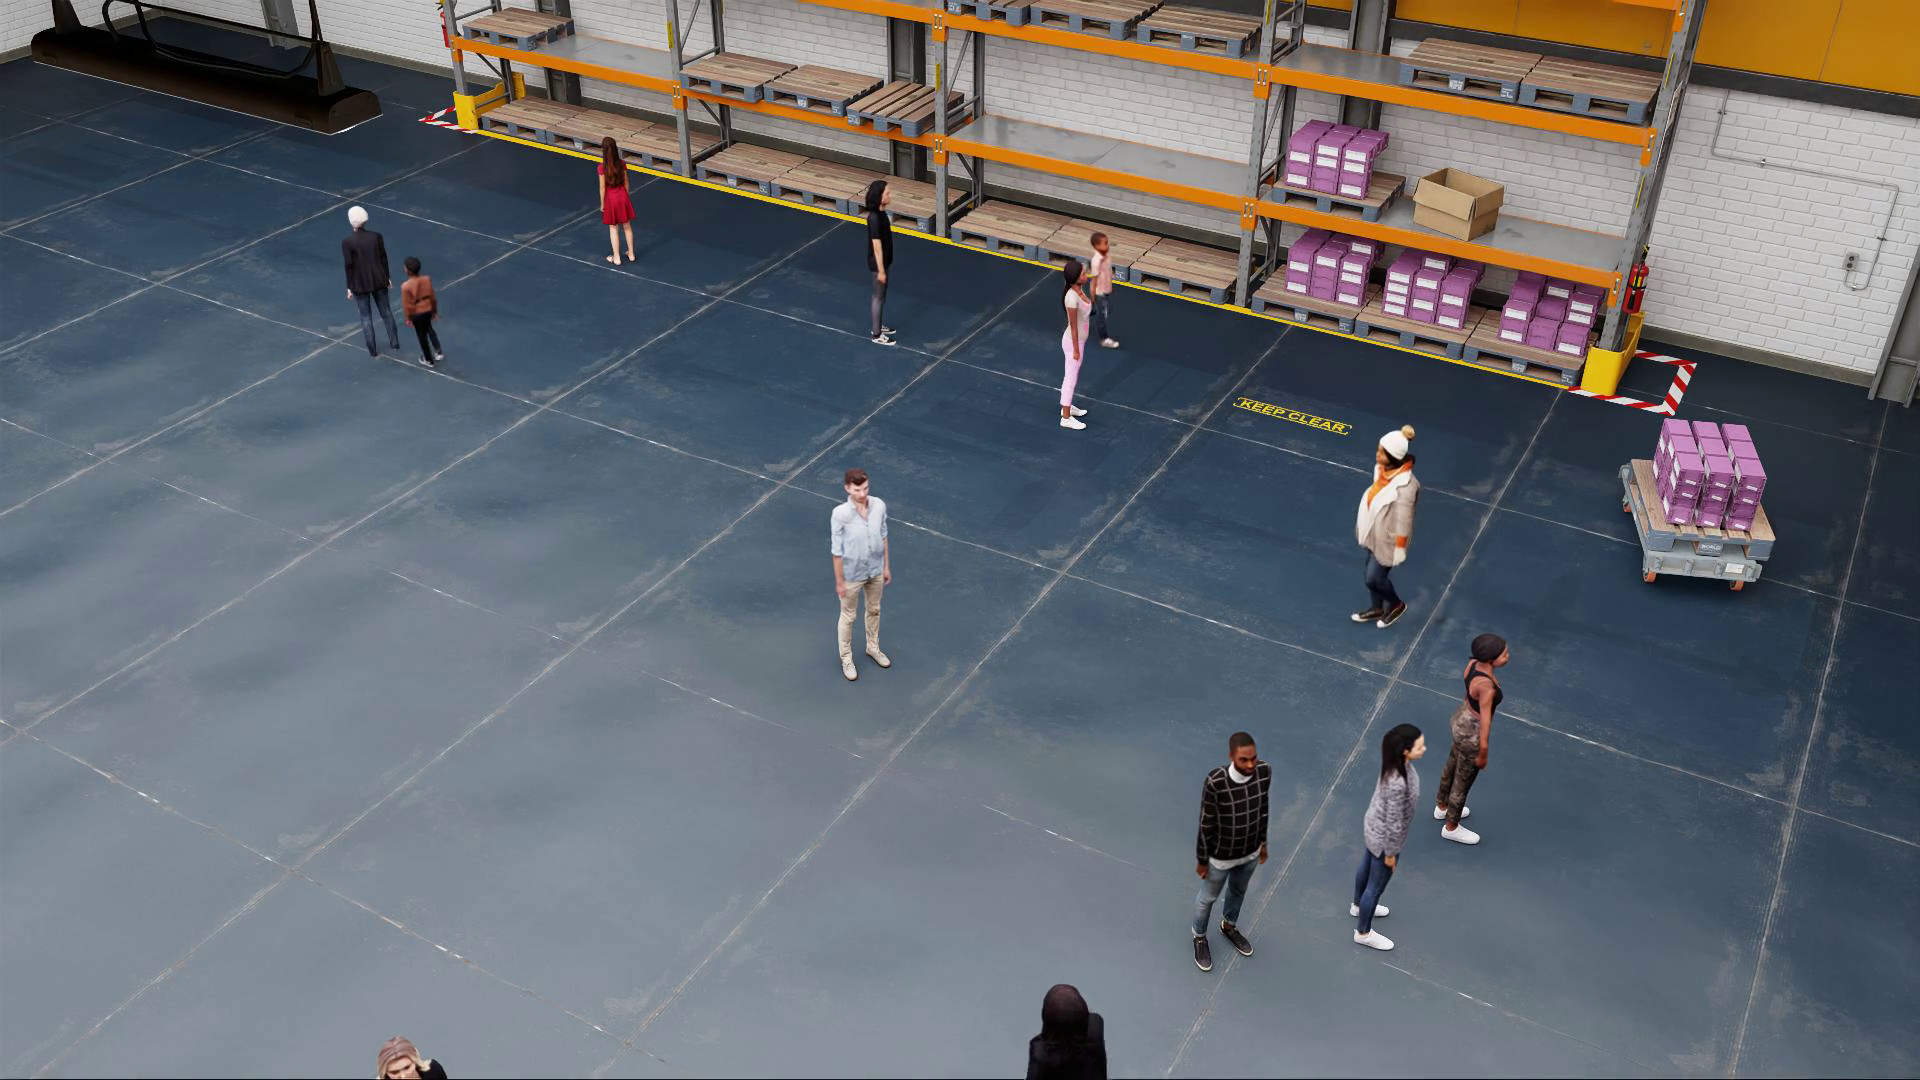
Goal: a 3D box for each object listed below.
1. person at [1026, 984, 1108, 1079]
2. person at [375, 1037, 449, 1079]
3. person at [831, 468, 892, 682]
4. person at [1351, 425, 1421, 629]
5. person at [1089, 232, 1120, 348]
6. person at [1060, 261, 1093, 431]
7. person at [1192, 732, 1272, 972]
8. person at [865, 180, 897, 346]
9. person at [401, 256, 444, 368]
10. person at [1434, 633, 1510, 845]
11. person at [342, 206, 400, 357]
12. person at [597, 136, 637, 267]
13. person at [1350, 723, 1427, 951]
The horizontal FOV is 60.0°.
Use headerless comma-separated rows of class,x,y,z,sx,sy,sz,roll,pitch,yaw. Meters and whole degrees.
person,0.636,3.090,9.034,0.869,1.566,1.157,-28,43,-35
person,-2.818,3.209,8.746,0.688,1.686,0.665,-23,40,-30
person,-0.775,0.232,13.078,0.732,1.847,0.718,-19,38,-26
person,3.571,-0.104,13.554,0.932,1.880,0.874,-8,35,-12
person,1.475,-2.737,18.043,0.828,1.297,0.531,16,37,22
person,1.127,-1.949,16.455,0.641,1.741,0.641,3,34,5
person,1.714,1.927,10.552,0.745,1.821,0.770,-13,36,-19
person,-0.875,-3.025,17.989,0.703,1.837,0.711,0,34,1
person,-5.661,-2.391,17.566,0.553,1.248,0.544,23,40,30
person,3.544,1.346,11.536,0.672,1.700,0.658,1,34,2
person,-6.371,-2.720,17.834,0.824,1.780,0.718,-24,40,-31
person,-4.093,-4.044,19.776,0.649,1.554,0.708,-22,39,-29
person,2.742,1.868,10.722,0.650,1.732,0.676,5,34,7
